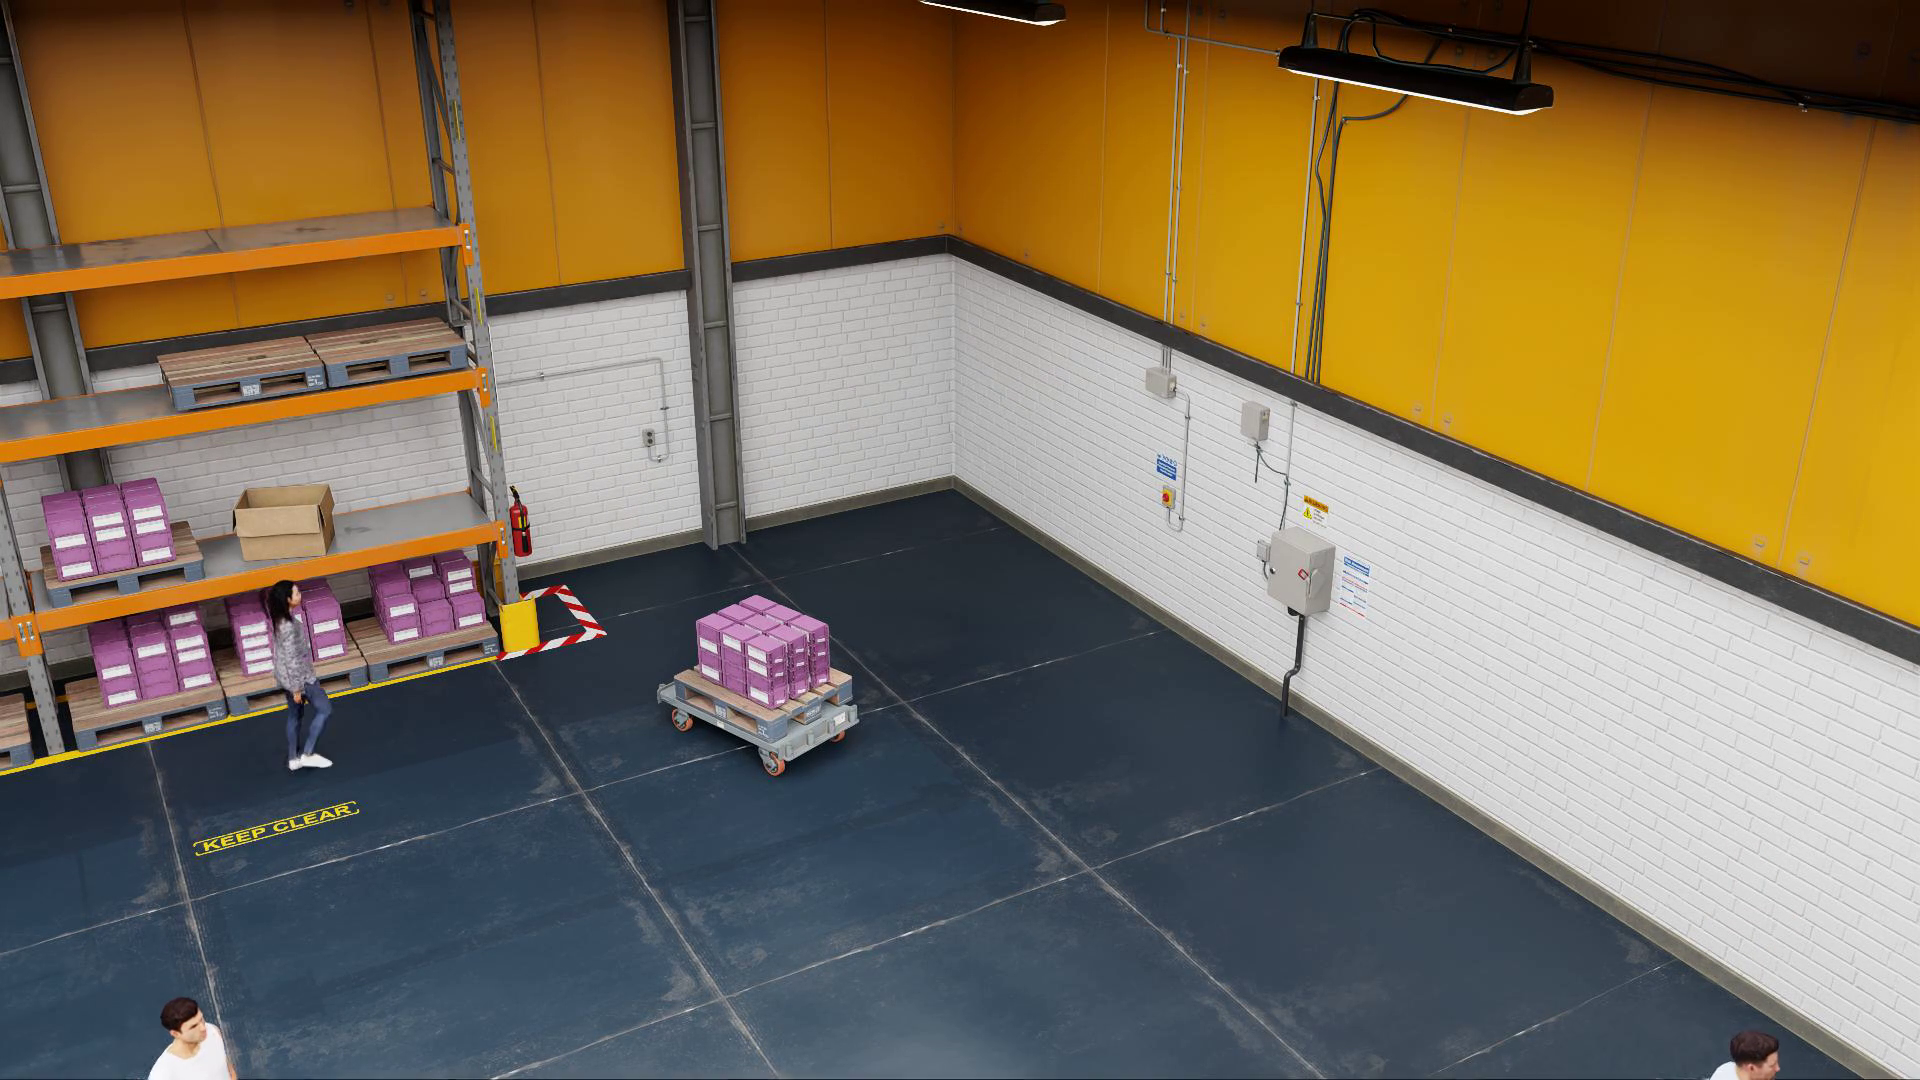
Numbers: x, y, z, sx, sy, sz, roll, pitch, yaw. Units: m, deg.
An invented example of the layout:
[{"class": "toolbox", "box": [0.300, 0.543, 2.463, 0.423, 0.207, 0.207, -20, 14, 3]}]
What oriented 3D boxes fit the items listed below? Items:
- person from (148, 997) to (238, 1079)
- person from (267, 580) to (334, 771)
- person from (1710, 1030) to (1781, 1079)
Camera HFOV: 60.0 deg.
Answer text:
[{"class": "person", "box": [-4.112, 3.163, 8.944, 1.020, 1.771, 0.965, 7, 24, 15]}, {"class": "person", "box": [-5.532, 1.148, 13.621, 0.628, 1.716, 0.643, -16, 28, -32]}, {"class": "person", "box": [3.821, 3.283, 8.626, 1.109, 1.805, 1.152, 12, 26, 25]}]
